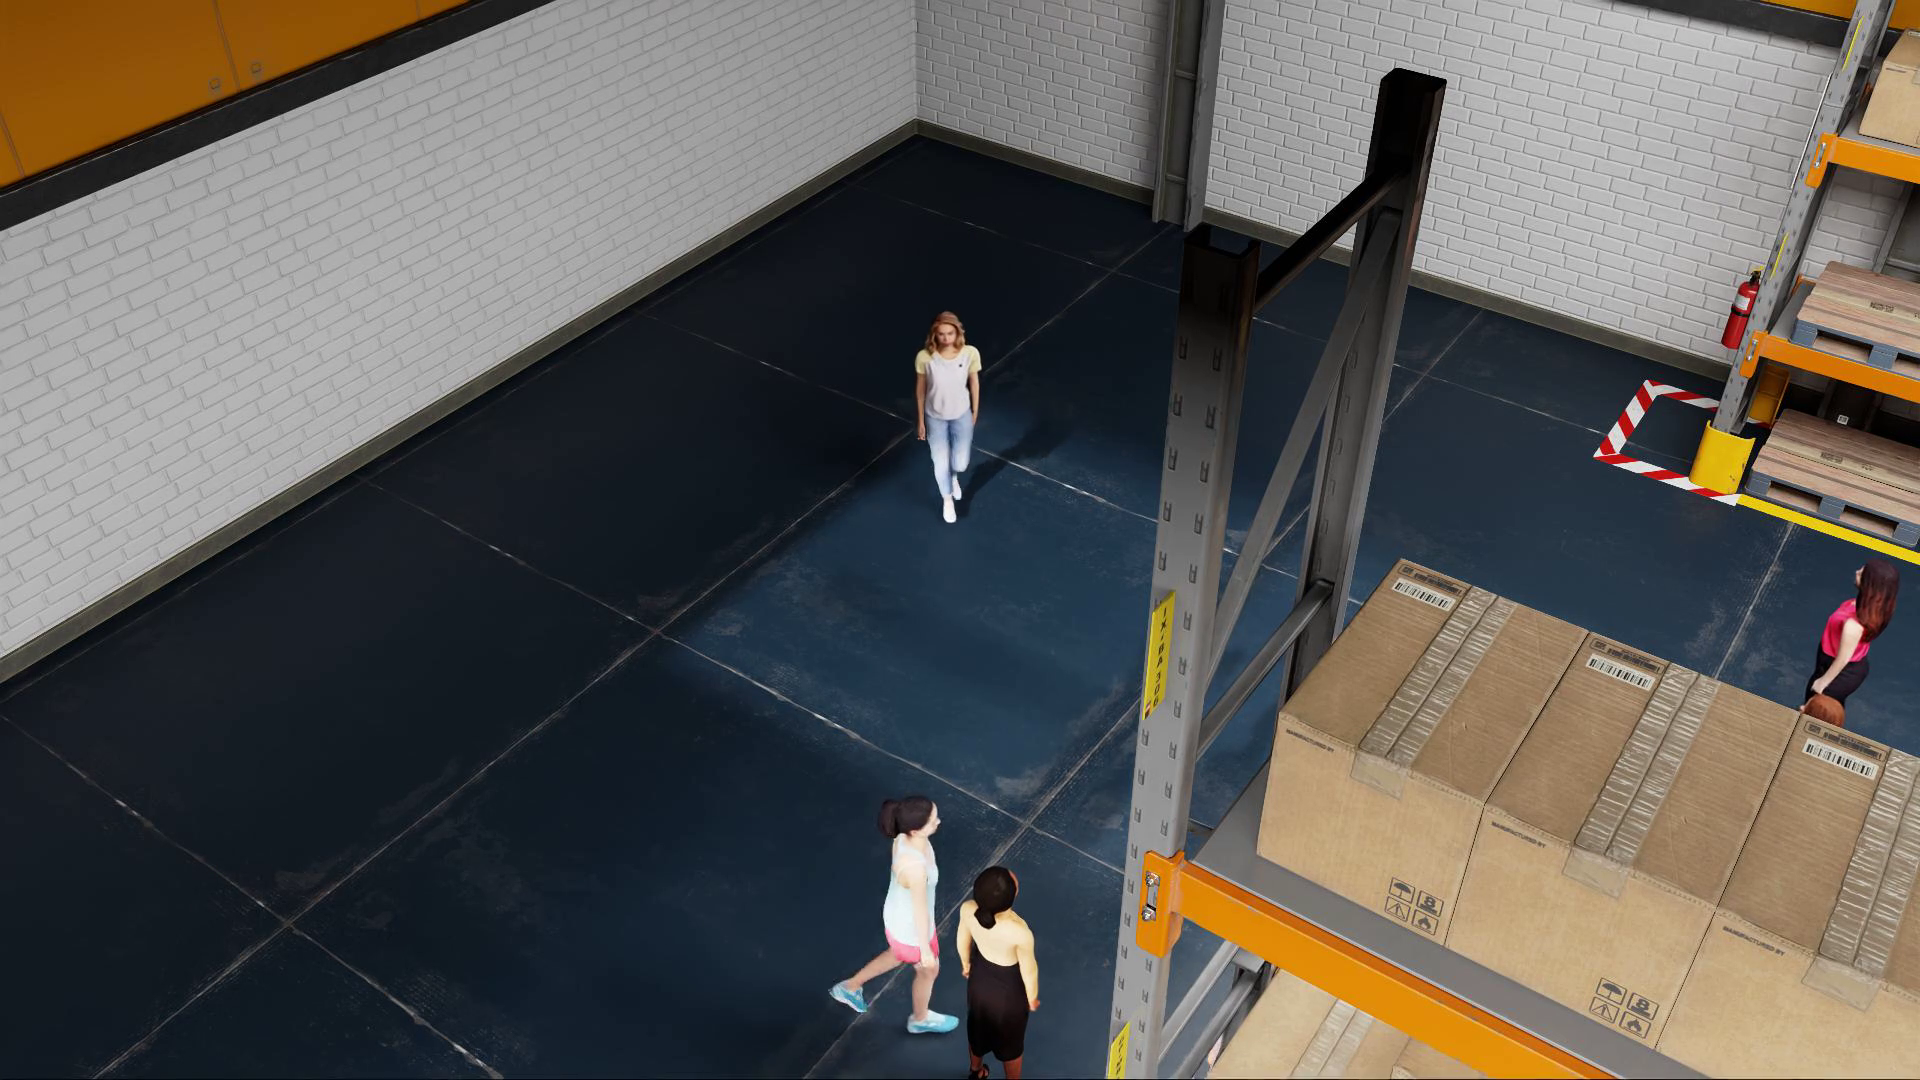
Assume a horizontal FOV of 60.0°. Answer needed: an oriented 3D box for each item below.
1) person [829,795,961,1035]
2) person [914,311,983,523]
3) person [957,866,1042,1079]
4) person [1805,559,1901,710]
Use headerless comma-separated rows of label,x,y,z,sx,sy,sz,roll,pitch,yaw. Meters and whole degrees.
person,-0.318,1.904,8.248,1.001,1.749,0.924,-4,39,-5
person,-0.113,-0.920,11.816,0.793,1.710,0.853,-7,39,-8
person,0.177,2.151,8.017,0.486,1.652,0.637,21,43,24
person,5.135,0.771,9.740,0.626,1.659,0.572,-31,48,-33
